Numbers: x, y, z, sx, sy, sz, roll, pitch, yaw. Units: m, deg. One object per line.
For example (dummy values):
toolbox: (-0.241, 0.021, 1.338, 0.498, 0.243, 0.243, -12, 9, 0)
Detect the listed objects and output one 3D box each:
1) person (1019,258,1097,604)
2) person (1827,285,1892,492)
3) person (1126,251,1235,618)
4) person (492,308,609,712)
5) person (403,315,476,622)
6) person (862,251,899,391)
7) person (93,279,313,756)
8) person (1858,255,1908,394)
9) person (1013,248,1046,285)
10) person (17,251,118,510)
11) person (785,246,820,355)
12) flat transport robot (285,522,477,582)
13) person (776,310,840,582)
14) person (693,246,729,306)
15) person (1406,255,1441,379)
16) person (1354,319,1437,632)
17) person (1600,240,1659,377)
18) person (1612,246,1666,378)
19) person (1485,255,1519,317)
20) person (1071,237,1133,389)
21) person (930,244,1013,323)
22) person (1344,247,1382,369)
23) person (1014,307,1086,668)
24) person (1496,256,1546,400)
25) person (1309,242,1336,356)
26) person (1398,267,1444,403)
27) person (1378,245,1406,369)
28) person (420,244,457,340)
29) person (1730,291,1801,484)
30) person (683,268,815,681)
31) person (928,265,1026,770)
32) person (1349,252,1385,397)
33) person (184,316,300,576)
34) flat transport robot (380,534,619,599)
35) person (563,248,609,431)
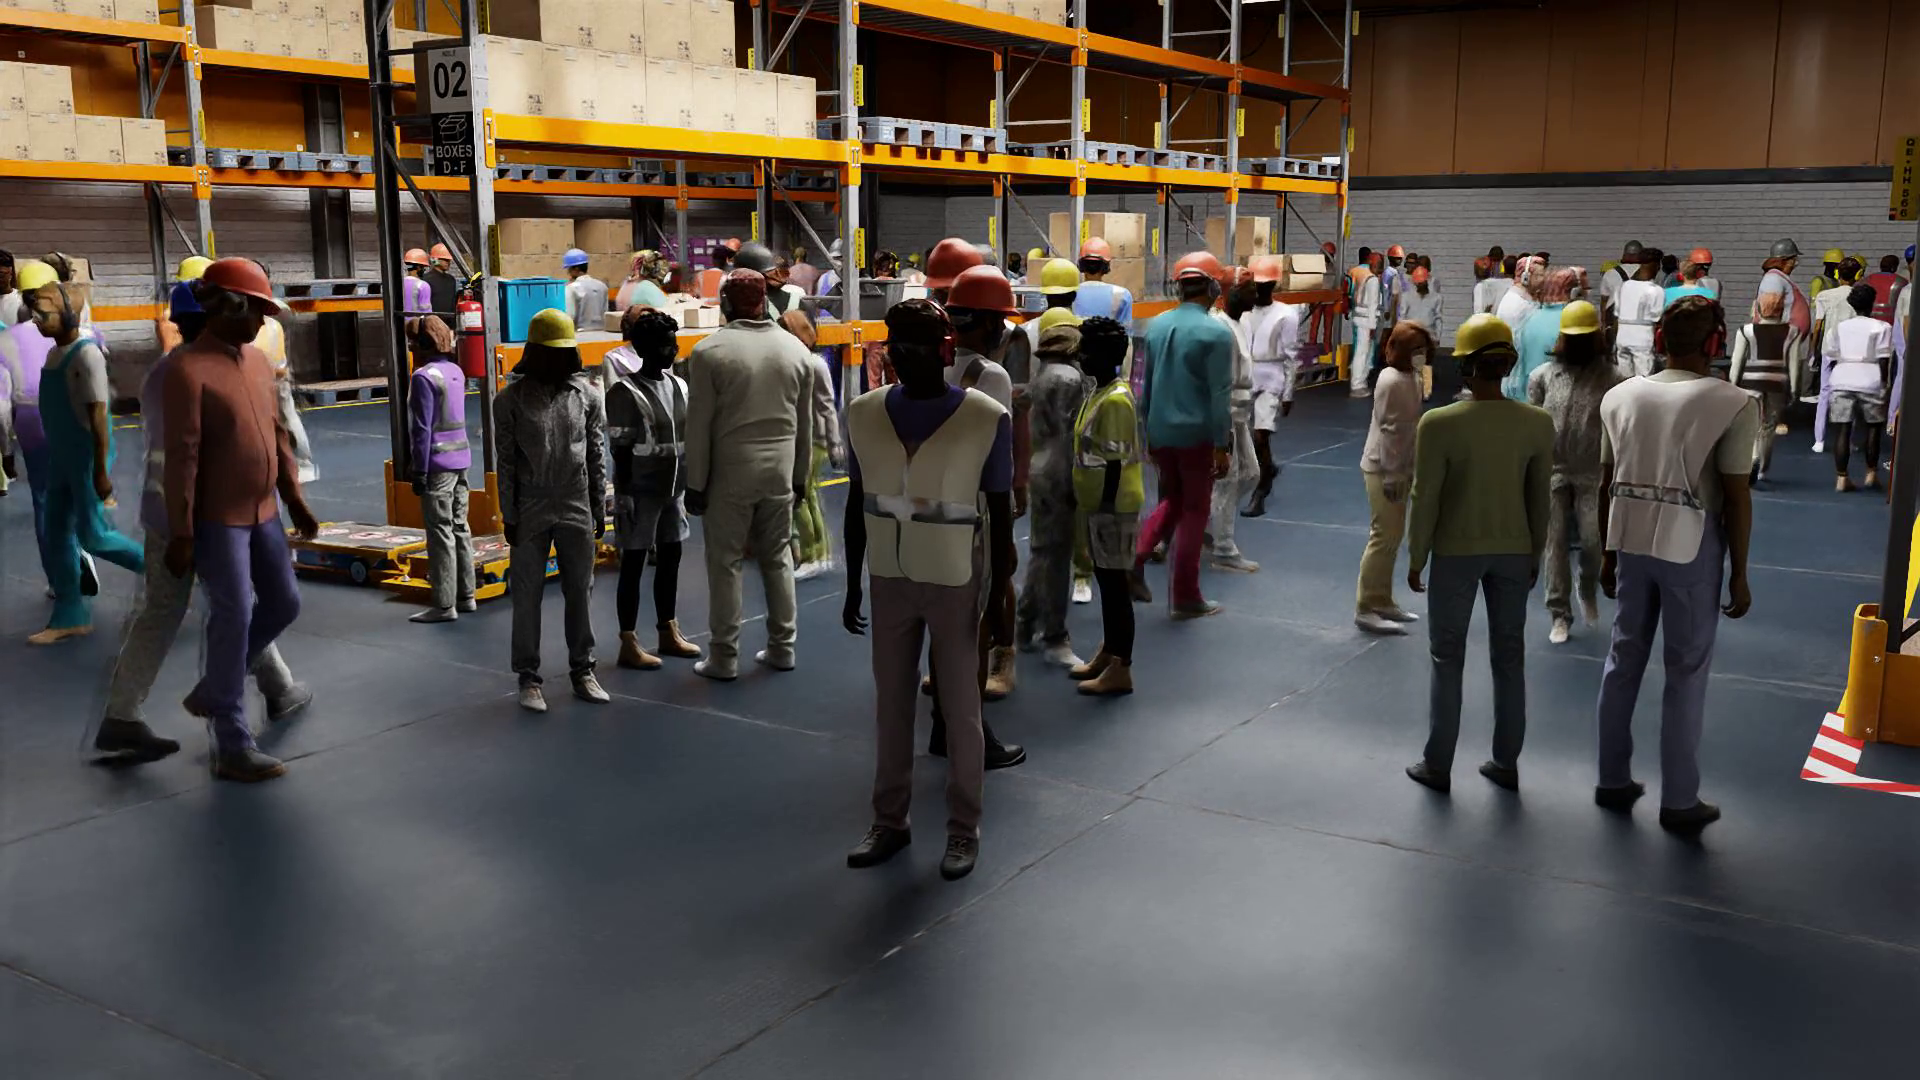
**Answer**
person: (0.560, -0.598, 9.278, 0.585, 1.921, 0.396, 3, 11, 18)
person: (7.263, -1.225, 13.463, 0.625, 1.654, 0.524, -10, 14, -43)
person: (1.201, -0.550, 8.886, 0.575, 1.963, 0.650, -7, 12, -33)
person: (-1.744, -0.125, 7.177, 0.483, 1.738, 0.320, -6, 12, -31)
person: (-2.768, -0.380, 8.875, 0.314, 1.632, 0.524, 1, 10, 6)
person: (-0.807, -2.101, 17.650, 0.598, 1.908, 0.402, -9, 14, -41)
person: (-3.074, -0.102, 6.688, 0.646, 1.875, 0.978, 6, 12, 29)
person: (12.198, -2.850, 22.023, 0.432, 1.836, 0.631, -9, 14, -41)
person: (0.868, -2.430, 19.414, 0.591, 1.923, 0.381, -9, 13, -40)
person: (-6.660, -1.163, 12.358, 0.629, 1.940, 0.377, 3, 11, 18)
person: (-2.324, -3.323, 24.327, 0.627, 1.940, 0.371, -10, 14, -44)
flat transport robot: (-3.684, 0.059, 10.209, 1.431, 0.197, 0.652, 5, 12, 27)
person: (-0.971, -0.552, 9.883, 0.539, 1.614, 0.531, -8, 13, -36)
person: (-3.379, -3.120, 23.197, 0.630, 1.932, 0.650, 3, 11, 18)
person: (6.368, -3.007, 22.920, 0.573, 1.823, 0.551, -2, 10, -11)
person: (2.274, -0.335, 8.651, 0.336, 1.617, 0.565, 7, 12, 33)
person: (8.490, -2.798, 21.133, 0.685, 2.000, 0.537, 5, 11, 24)
person: (6.889, -1.988, 16.874, 0.399, 1.957, 0.637, -4, 11, -20)
person: (6.343, -2.376, 19.331, 0.555, 1.843, 0.493, 4, 11, 23)
person: (1.016, -1.286, 12.751, 0.608, 2.044, 0.378, 1, 10, 4)
person: (0.117, -1.453, 13.682, 0.698, 2.000, 0.950, 3, 11, 14)
person: (6.339, -3.640, 26.146, 0.590, 1.917, 0.395, -2, 10, -10)
person: (0.472, -0.256, 8.008, 0.333, 1.702, 0.629, -2, 10, -11)
person: (4.385, -1.256, 12.993, 0.402, 1.899, 0.646, 5, 11, 25)
person: (6.209, -4.062, 28.298, 0.615, 1.985, 0.412, -3, 11, -18)
person: (5.790, -2.588, 20.961, 0.562, 1.704, 0.886, 3, 11, 16)
person: (6.819, -3.662, 26.208, 0.366, 1.935, 0.552, 6, 12, 29)
person: (-6.298, -2.599, 20.223, 0.432, 1.981, 0.632, 4, 11, 21)
person: (6.642, -1.247, 13.730, 0.525, 1.612, 0.730, 3, 11, 16)
person: (-0.985, -0.303, 7.727, 0.652, 1.894, 0.400, -8, 13, -37)
person: (0.061, -0.081, 6.401, 0.386, 1.929, 0.543, -6, 12, -30)
person: (5.288, -2.784, 21.572, 0.438, 1.865, 0.631, 1, 10, 7)
person: (-4.223, -0.692, 9.823, 0.399, 1.913, 0.595, 9, 13, 39)
flat transport robot: (-2.679, 0.114, 9.904, 0.652, 0.197, 1.431, 5, 11, 26)
person: (-3.918, -2.075, 17.426, 0.433, 1.932, 0.626, 6, 12, 28)
